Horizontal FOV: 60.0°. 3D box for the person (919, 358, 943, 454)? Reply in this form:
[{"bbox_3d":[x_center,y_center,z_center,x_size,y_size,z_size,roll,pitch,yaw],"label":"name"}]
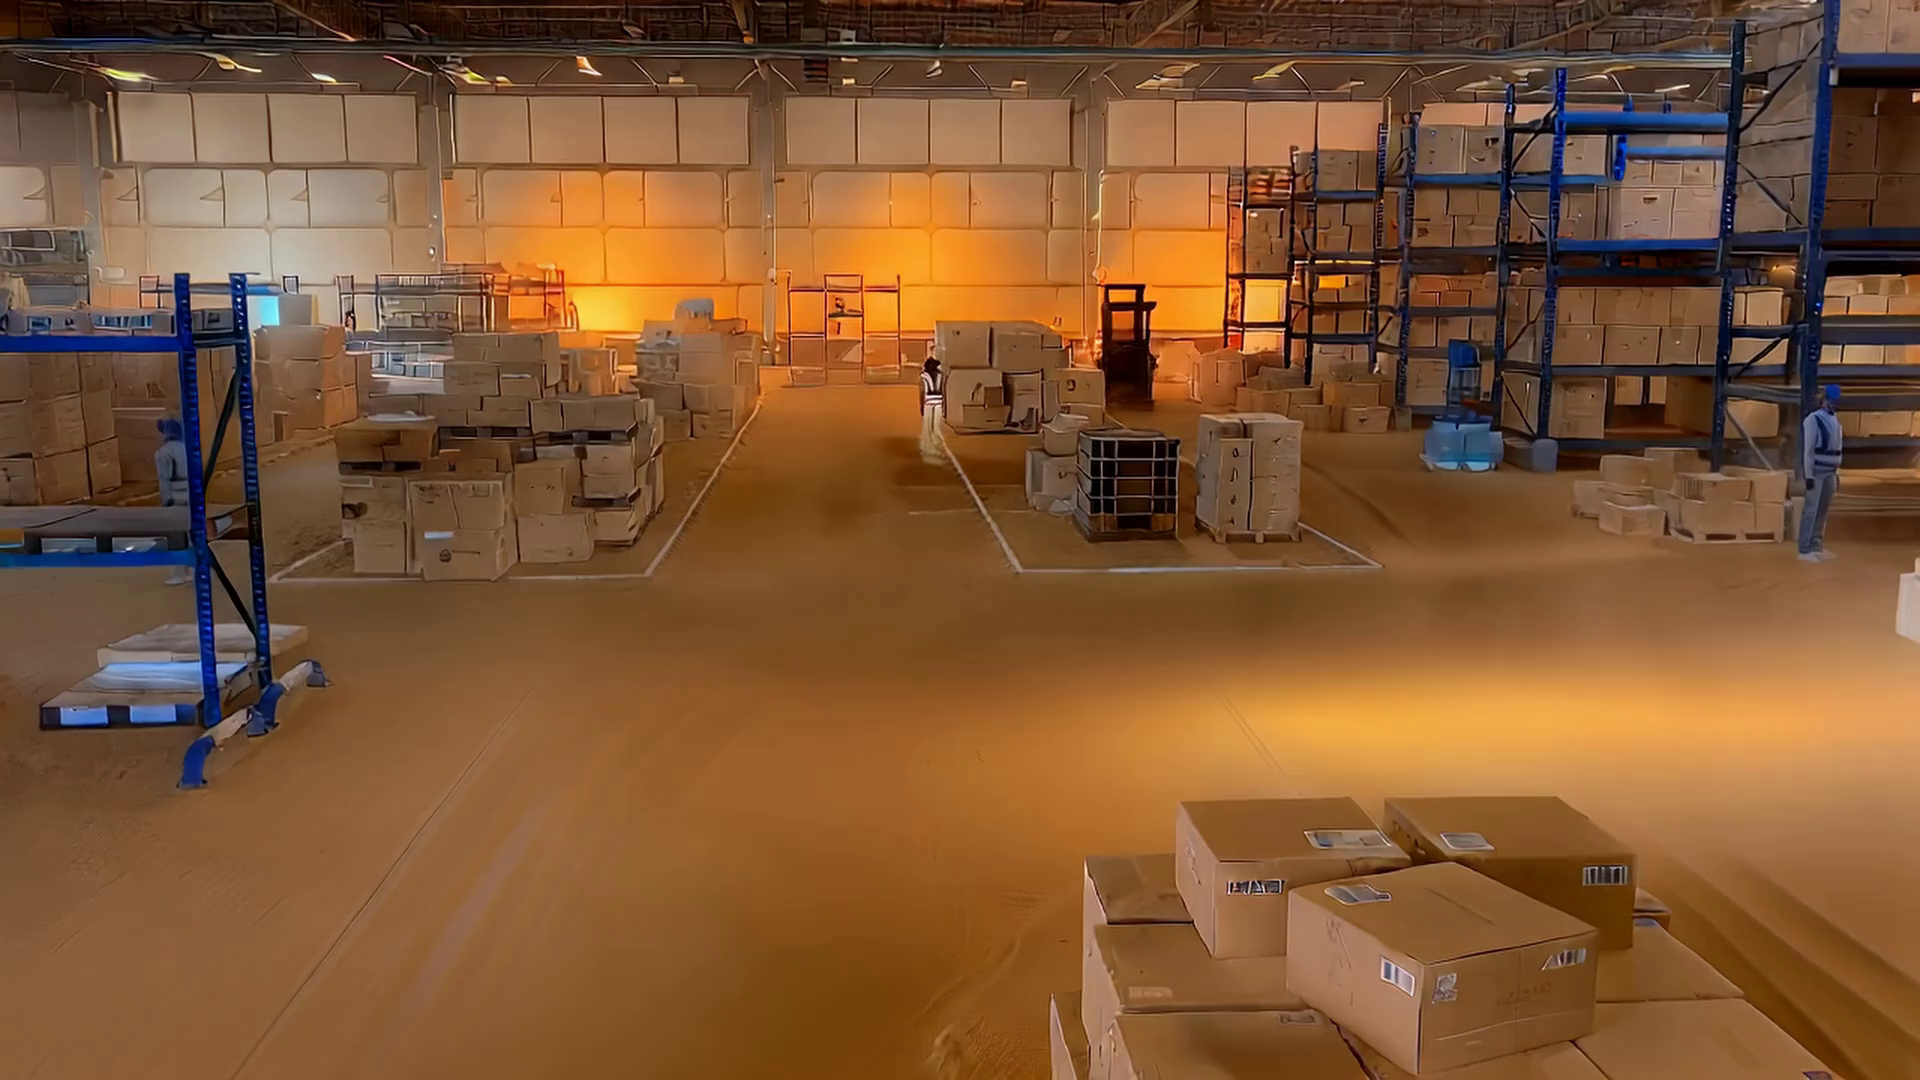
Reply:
[{"bbox_3d":[-0.500,-2.272,28.182,0.310,1.638,0.523,8,12,43],"label":"person"}]

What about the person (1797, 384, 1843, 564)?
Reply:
[{"bbox_3d":[9.082,-0.692,17.503,0.574,1.882,0.356,-6,11,-34],"label":"person"}]

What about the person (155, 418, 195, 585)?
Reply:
[{"bbox_3d":[-7.666,-0.379,16.290,0.309,1.641,0.513,2,9,10],"label":"person"}]

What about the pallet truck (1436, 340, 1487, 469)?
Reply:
[{"bbox_3d":[8.004,-2.170,26.422,0.823,1.965,1.885,2,9,14],"label":"pallet truck"}]

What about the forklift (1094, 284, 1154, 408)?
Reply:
[{"bbox_3d":[3.741,-4.499,38.280,1.129,2.768,1.873,-1,9,-5],"label":"forklift"}]
